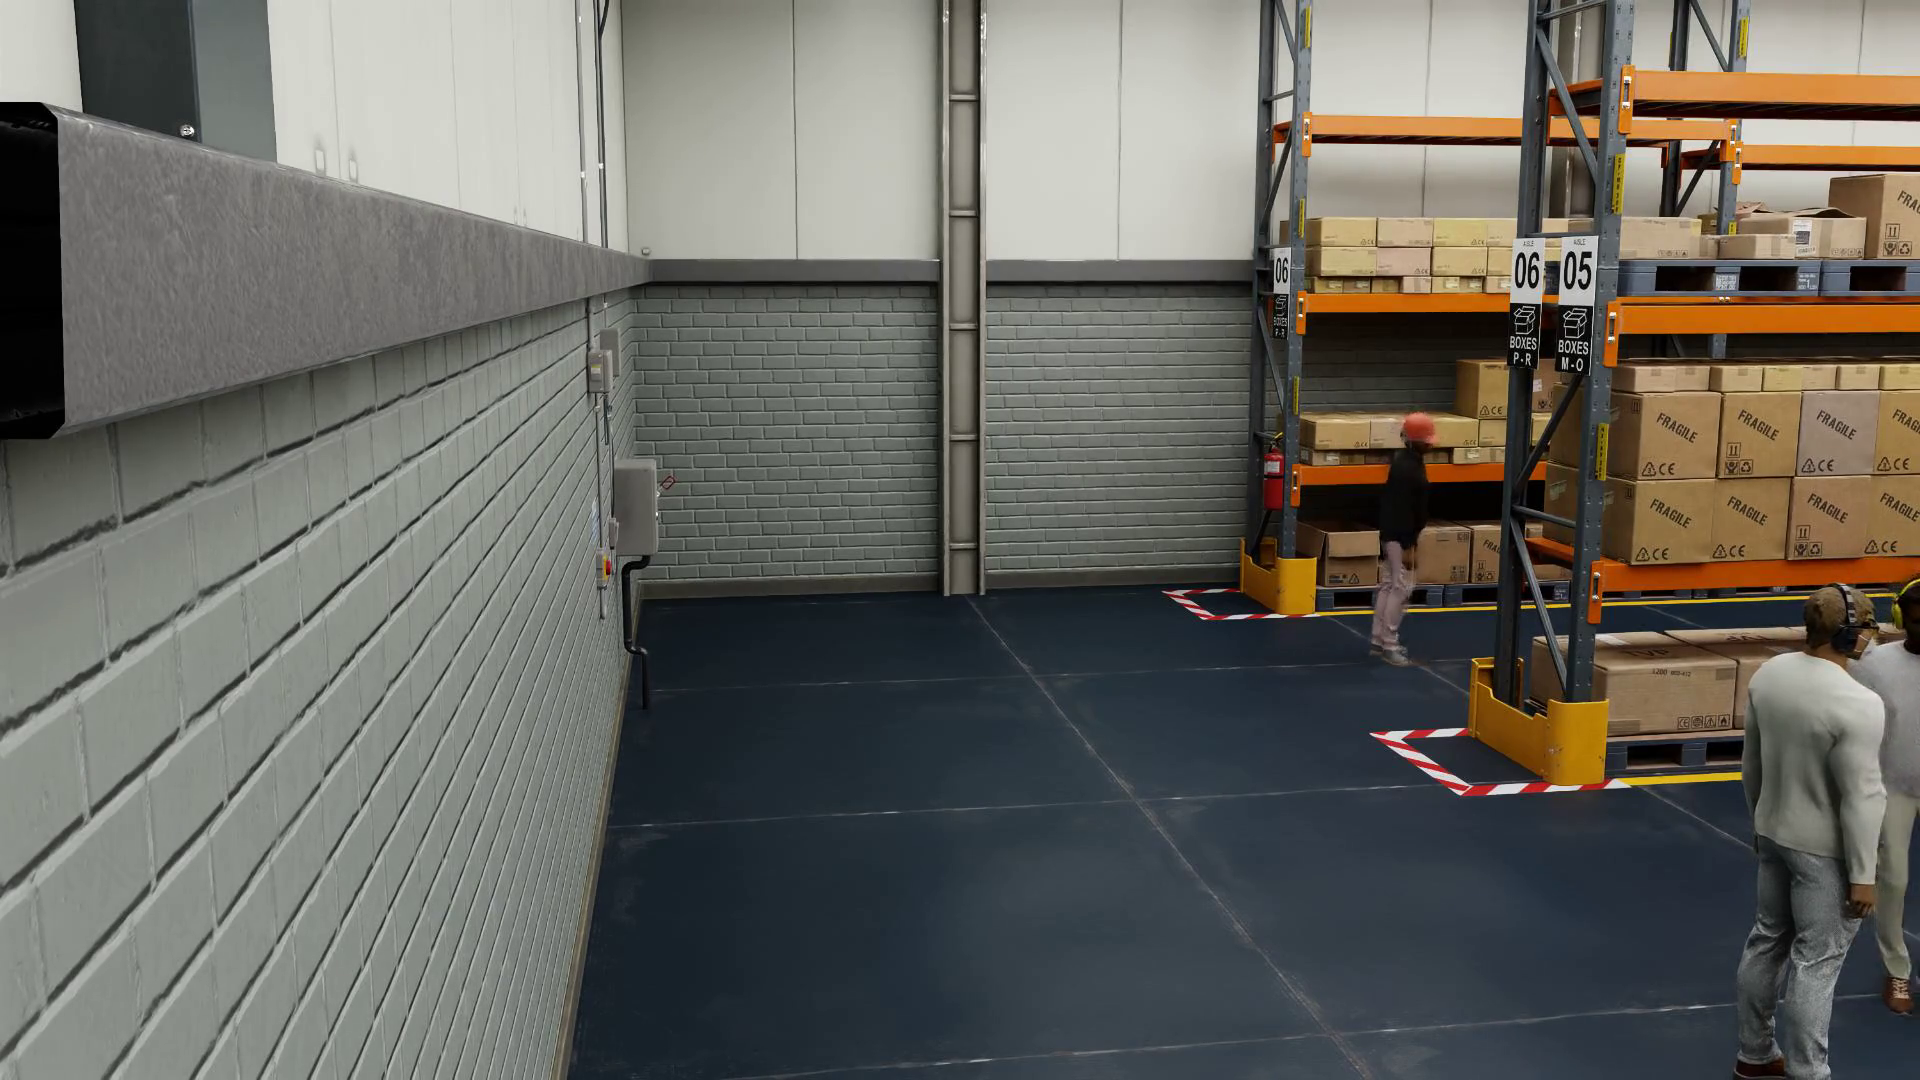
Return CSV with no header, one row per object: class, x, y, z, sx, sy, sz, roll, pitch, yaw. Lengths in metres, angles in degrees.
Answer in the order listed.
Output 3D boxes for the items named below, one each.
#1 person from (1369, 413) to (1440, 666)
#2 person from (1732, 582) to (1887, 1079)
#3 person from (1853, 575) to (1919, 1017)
person,3.425,-0.012,12.850,0.491,1.954,0.668,4,10,21
person,3.067,1.106,5.988,0.356,1.938,0.638,-1,9,-9
person,3.864,1.039,6.704,0.549,1.839,0.516,3,10,17
